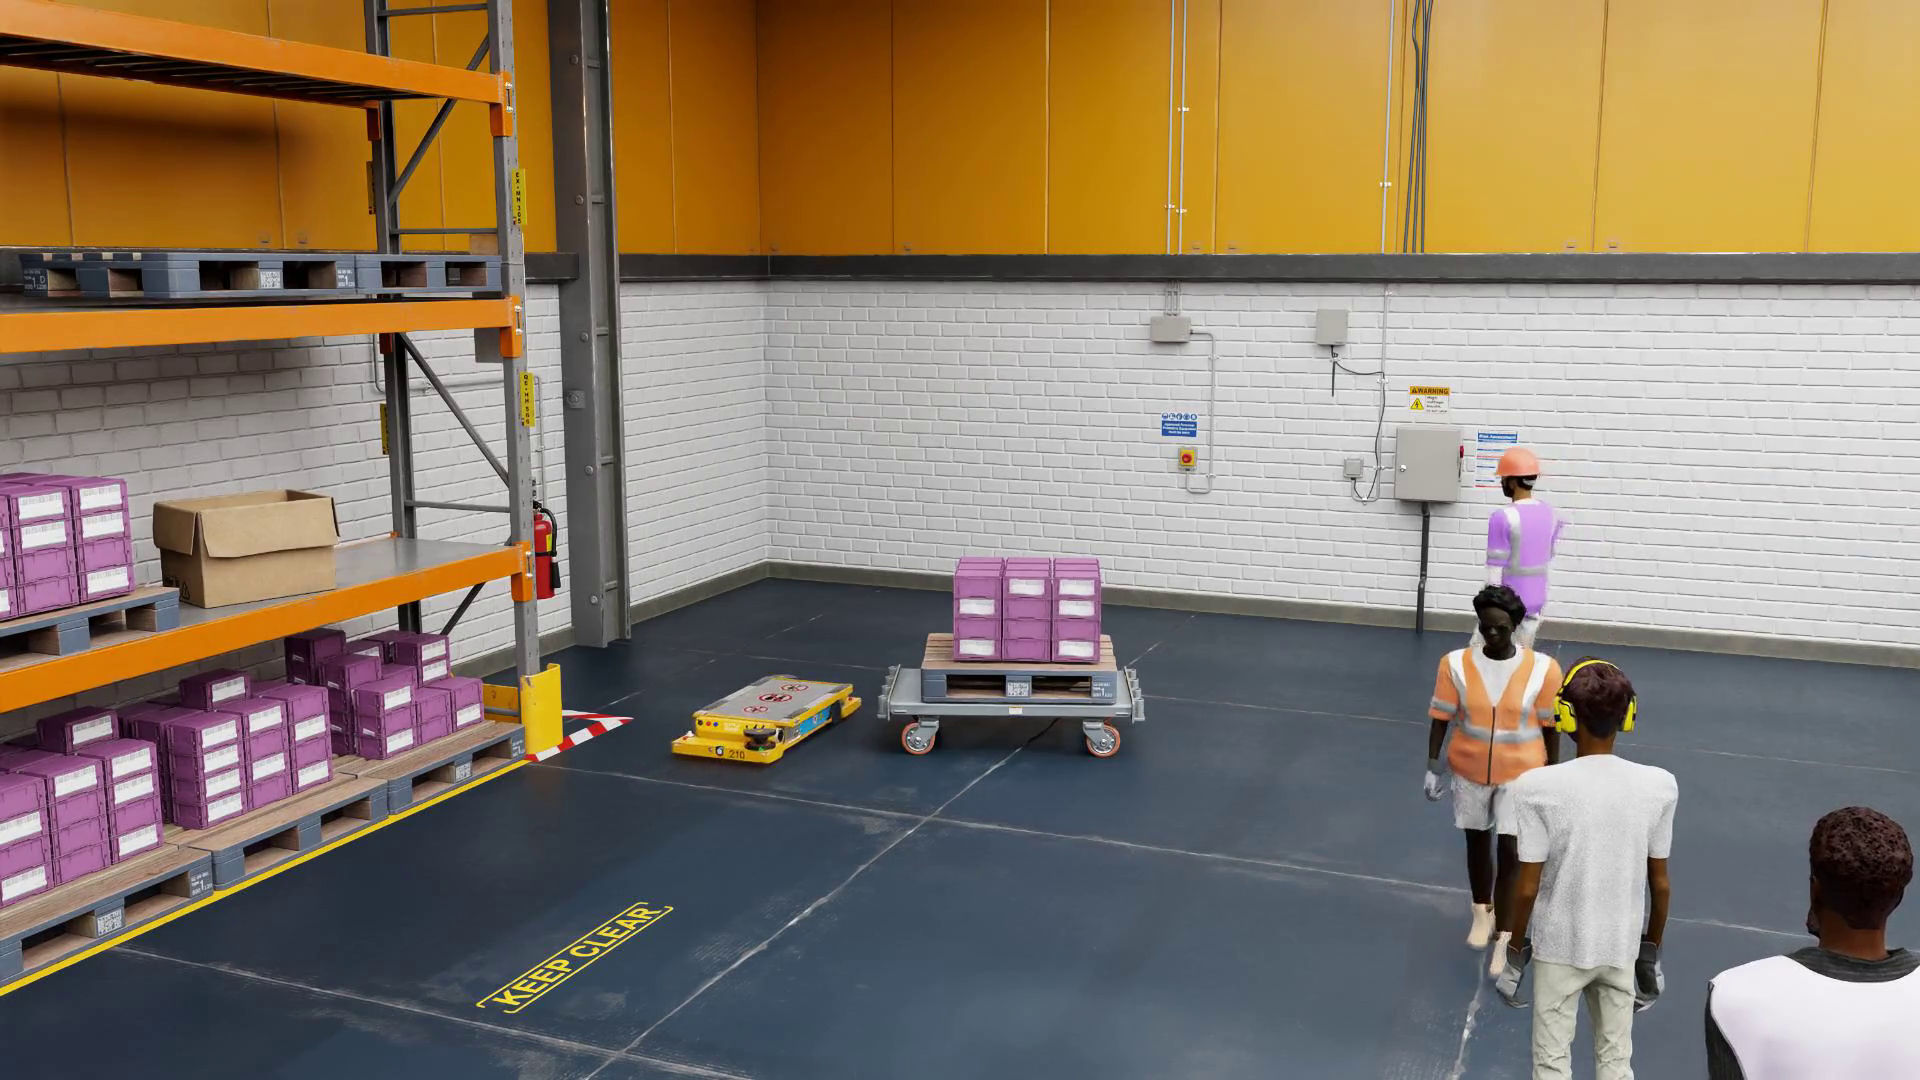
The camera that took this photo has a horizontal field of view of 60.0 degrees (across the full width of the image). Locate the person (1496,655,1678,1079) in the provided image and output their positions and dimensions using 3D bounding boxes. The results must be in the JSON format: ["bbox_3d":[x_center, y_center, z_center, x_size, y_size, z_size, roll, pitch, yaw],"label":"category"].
[{"bbox_3d":[1.906,1.274,5.094,0.509,1.868,0.328,0,9,-3],"label":"person"}]

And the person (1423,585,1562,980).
[{"bbox_3d":[2.264,1.029,7.138,0.556,1.664,0.747,5,11,27],"label":"person"}]

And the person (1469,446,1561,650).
[{"bbox_3d":[3.443,0.374,10.351,0.564,1.926,0.548,-5,10,-26],"label":"person"}]

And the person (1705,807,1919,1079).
[{"bbox_3d":[1.851,1.504,3.542,0.588,1.920,0.388,1,9,5],"label":"person"}]

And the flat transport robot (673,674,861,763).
[{"bbox_3d":[-1.220,1.133,10.763,0.652,0.197,1.431,3,10,20],"label":"flat transport robot"}]
